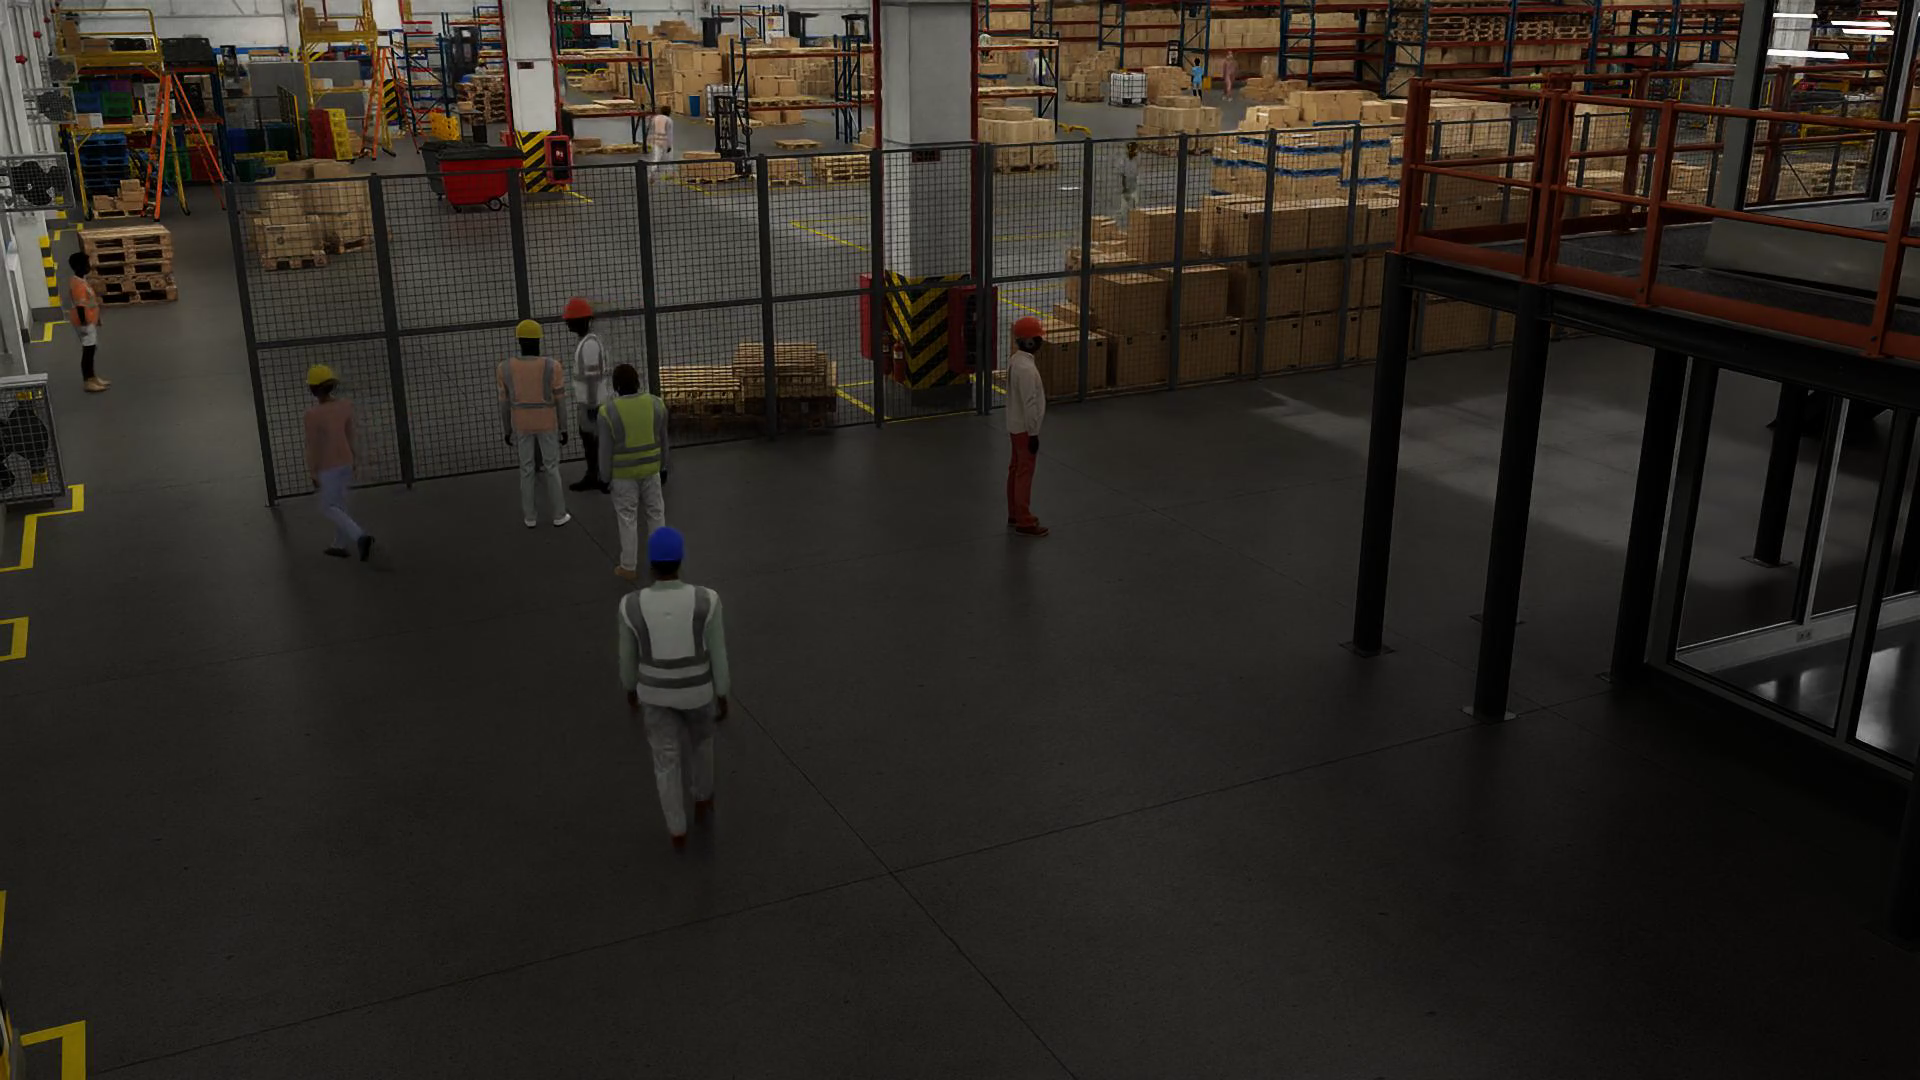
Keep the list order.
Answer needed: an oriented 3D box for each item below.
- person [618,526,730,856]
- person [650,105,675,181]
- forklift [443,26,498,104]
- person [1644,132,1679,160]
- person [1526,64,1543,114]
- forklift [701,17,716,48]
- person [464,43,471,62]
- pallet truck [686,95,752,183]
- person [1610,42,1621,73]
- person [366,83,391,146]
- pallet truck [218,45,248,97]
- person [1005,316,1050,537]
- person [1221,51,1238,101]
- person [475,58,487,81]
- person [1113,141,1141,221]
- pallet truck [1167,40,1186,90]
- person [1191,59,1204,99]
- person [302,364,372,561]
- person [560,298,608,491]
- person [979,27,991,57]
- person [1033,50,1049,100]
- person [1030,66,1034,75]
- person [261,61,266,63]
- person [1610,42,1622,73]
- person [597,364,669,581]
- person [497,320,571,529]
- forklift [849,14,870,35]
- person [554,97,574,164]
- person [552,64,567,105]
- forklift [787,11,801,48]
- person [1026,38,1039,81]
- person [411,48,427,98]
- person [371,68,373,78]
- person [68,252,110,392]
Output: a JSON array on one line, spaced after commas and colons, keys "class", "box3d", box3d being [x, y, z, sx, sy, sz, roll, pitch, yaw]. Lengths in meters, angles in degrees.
[{"class": "person", "box3d": [-1.657, 0.824, 9.714, 0.627, 1.918, 0.828, -3, 19, -7]}, {"class": "person", "box3d": [-7.125, -9.494, 39.826, 0.629, 1.807, 0.854, 7, 20, 20]}, {"class": "forklift", "box3d": [-18.314, -17.720, 62.036, 1.873, 2.768, 1.129, 10, 21, 26]}, {"class": "person", "box3d": [13.089, -6.622, 31.159, 0.633, 2.025, 0.480, 6, 20, 17]}, {"class": "person", "box3d": [20.091, -15.740, 58.081, 0.535, 1.700, 0.318, 14, 23, 34]}, {"class": "forklift", "box3d": [-10.921, -21.323, 72.480, 1.873, 2.768, 1.129, -9, 21, -25]}, {"class": "person", "box3d": [-21.756, -21.196, 73.558, 0.374, 1.932, 0.544, -2, 19, -7]}, {"class": "pallet truck", "box3d": [-5.836, -9.608, 39.856, 0.823, 1.965, 1.885, 10, 22, 27]}, {"class": "person", "box3d": [29.833, -21.965, 75.992, 0.586, 1.790, 0.977, -8, 21, -22]}, {"class": "person", "box3d": [-16.756, -12.228, 47.650, 0.676, 1.870, 0.607, 8, 21, 23]}, {"class": "pallet truck", "box3d": [-28.879, -18.665, 66.111, 0.823, 1.965, 1.885, -3, 19, -9]}, {"class": "person", "box3d": [0.596, -1.023, 14.970, 0.375, 1.997, 0.612, -4, 19, -11]}, {"class": "person", "box3d": [10.322, -17.840, 63.914, 0.633, 1.871, 0.871, -10, 22, -28]}, {"class": "person", "box3d": [-17.603, -16.854, 61.259, 0.358, 1.738, 0.493, 15, 24, 36]}, {"class": "person", "box3d": [3.153, -6.608, 31.415, 0.519, 1.834, 0.911, -18, 26, -41]}, {"class": "pallet truck", "box3d": [9.045, -19.971, 69.895, 0.823, 1.965, 1.885, -3, 19, -8]}, {"class": "person", "box3d": [8.795, -16.992, 61.720, 0.534, 1.692, 0.322, -9, 21, -24]}, {"class": "person", "box3d": [-5.327, -0.641, 14.240, 0.641, 1.749, 0.529, 9, 21, 25]}, {"class": "person", "box3d": [-3.533, -1.405, 16.188, 0.585, 1.923, 0.553, -7, 20, -20]}, {"class": "person", "box3d": [1.278, -24.979, 84.417, 0.611, 1.995, 0.375, 8, 20, 21]}, {"class": "person", "box3d": [3.128, -17.978, 64.259, 0.610, 1.897, 0.577, -1, 19, -2]}, {"class": "person", "box3d": [3.686, -23.016, 79.331, 0.880, 1.586, 0.540, -6, 20, -17]}, {"class": "person", "box3d": [-25.604, -16.784, 61.231, 0.378, 1.624, 0.556, 3, 19, 9]}, {"class": "person", "box3d": [30.428, -22.315, 77.088, 0.525, 1.738, 0.772, -8, 21, -23]}, {"class": "person", "box3d": [-2.728, -0.567, 13.895, 0.621, 1.838, 0.429, -12, 23, -32]}, {"class": "person", "box3d": [-3.876, -1.048, 15.159, 0.589, 1.919, 0.392, -2, 19, -6]}, {"class": "forklift", "box3d": [-4.651, -22.997, 77.335, 1.129, 2.768, 1.873, 5, 20, 15]}, {"class": "person", "box3d": [-9.670, -9.736, 40.290, 0.637, 1.941, 0.995, -10, 22, -27]}, {"class": "person", "box3d": [-13.973, -15.756, 57.817, 0.635, 1.913, 0.834, -10, 22, -28]}, {"class": "forklift", "box3d": [-8.184, -24.643, 82.105, 1.873, 2.768, 1.129, -9, 21, -25]}, {"class": "person", "box3d": [3.259, -21.555, 74.671, 0.649, 1.887, 1.032, -6, 20, -18]}, {"class": "person", "box3d": [-21.217, -18.407, 65.451, 0.632, 1.940, 0.372, -12, 22, -30]}, {"class": "person", "box3d": [-20.810, -16.286, 59.543, 0.496, 1.780, 0.927, 2, 19, 6]}, {"class": "person", "box3d": [-10.574, -2.642, 20.127, 0.322, 1.687, 0.583, -7, 20, -20]}]
